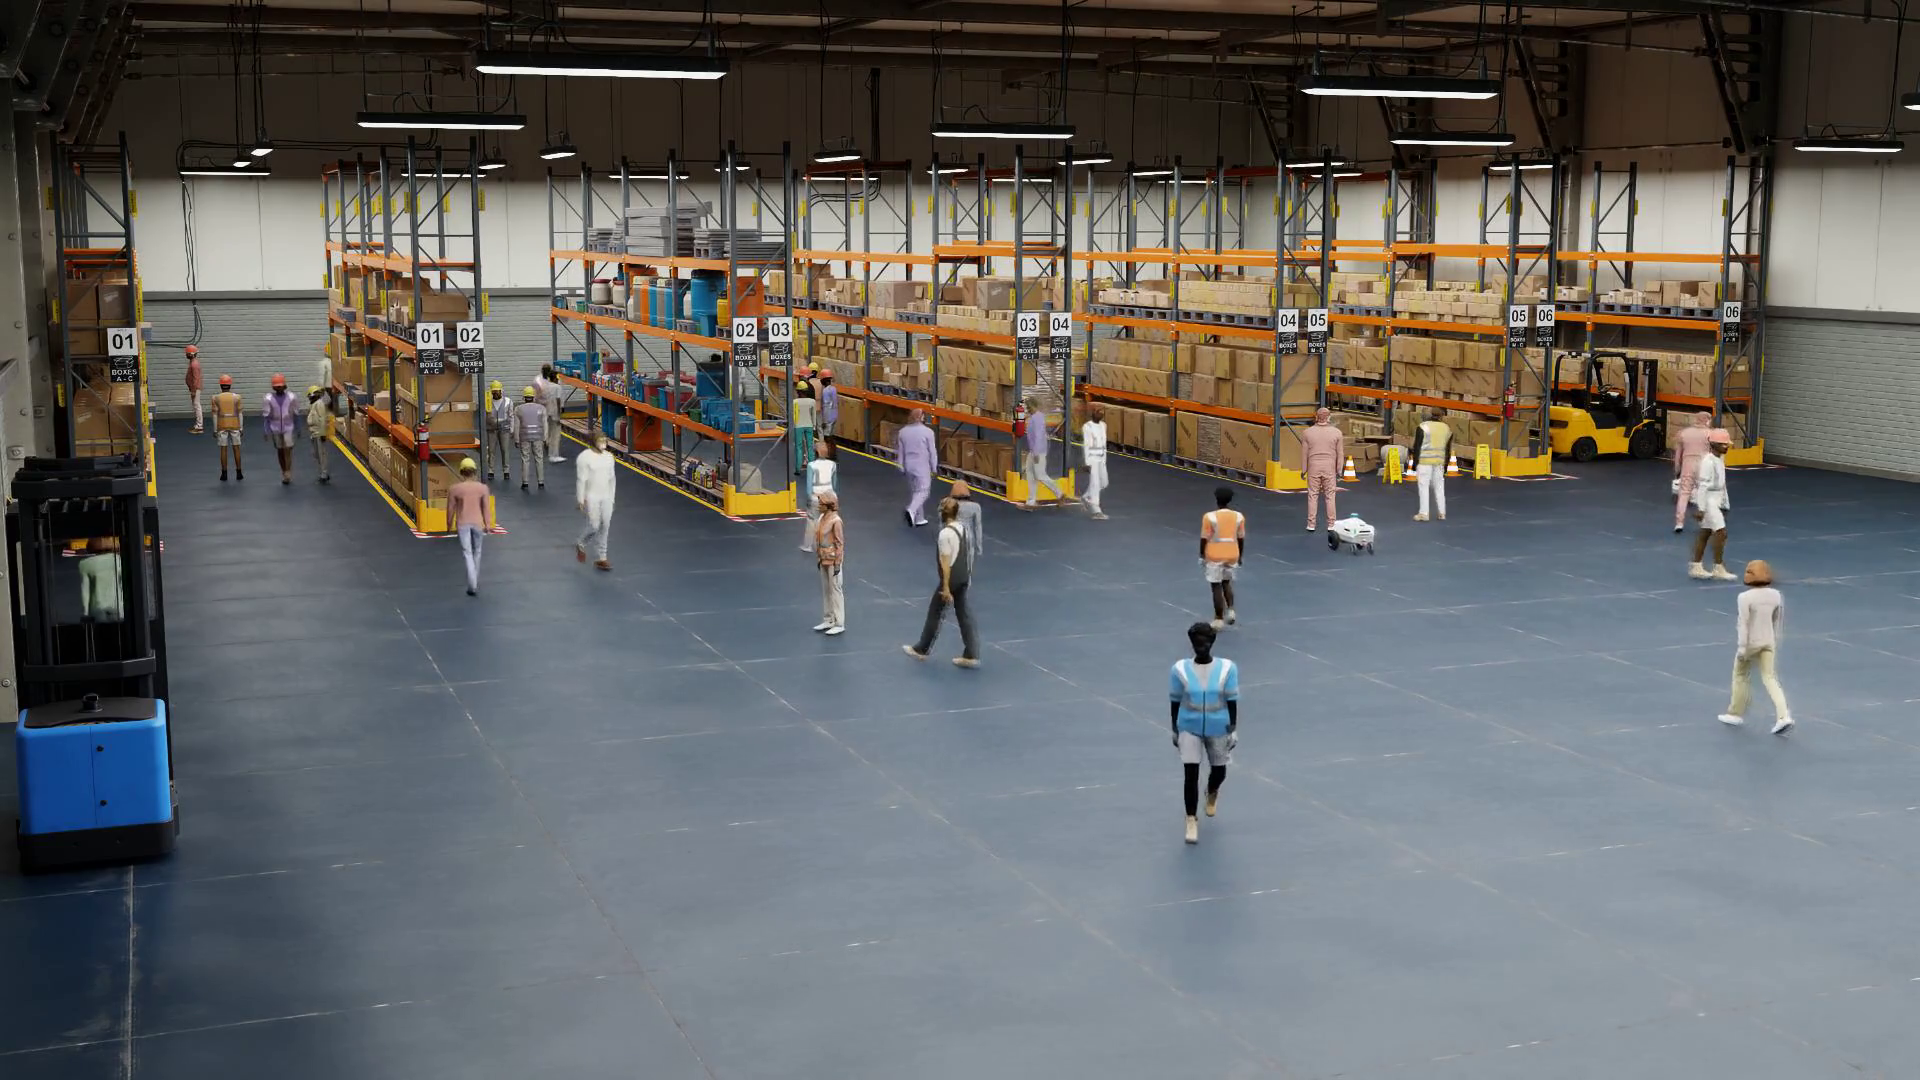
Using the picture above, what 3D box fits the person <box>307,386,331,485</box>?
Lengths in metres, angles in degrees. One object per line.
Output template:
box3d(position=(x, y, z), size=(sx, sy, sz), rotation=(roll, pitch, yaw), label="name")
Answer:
box3d(position=(-11.667, -1.911, 38.150), size=(0.407, 1.780, 0.662), rotation=(-4, 9, -25), label="person")

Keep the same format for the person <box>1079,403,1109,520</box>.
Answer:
box3d(position=(2.144, -1.276, 33.578), size=(0.553, 1.868, 0.582), rotation=(7, 11, 40), label="person")

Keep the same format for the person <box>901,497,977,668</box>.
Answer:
box3d(position=(-0.194, 0.441, 22.354), size=(0.924, 1.800, 0.523), rotation=(6, 10, 33), label="person")

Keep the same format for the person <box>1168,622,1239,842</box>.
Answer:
box3d(position=(1.868, 1.440, 16.111), size=(0.542, 1.677, 0.623), rotation=(1, 9, 5), label="person")

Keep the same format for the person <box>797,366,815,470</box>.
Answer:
box3d(position=(-2.963, -2.351, 40.321), size=(0.372, 1.997, 0.622), rotation=(1, 9, 7), label="person")

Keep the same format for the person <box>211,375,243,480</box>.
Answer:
box3d(position=(-13.541, -2.082, 38.729), size=(0.543, 1.939, 0.359), rotation=(-4, 9, -23), label="person")

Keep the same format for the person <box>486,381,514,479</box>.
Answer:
box3d(position=(-8.554, -2.037, 38.778), size=(0.601, 1.830, 0.403), rotation=(-1, 9, -9), label="person")

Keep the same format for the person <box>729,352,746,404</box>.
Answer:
box3d(position=(-5.084, -3.315, 47.053), size=(0.562, 1.913, 0.687), rotation=(-1, 9, -6), label="person")

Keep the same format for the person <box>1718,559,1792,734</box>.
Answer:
box3d(position=(7.438, 0.979, 19.444), size=(0.512, 1.600, 0.804), rotation=(-3, 9, -19), label="person")

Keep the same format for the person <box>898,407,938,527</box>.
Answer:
box3d(position=(-0.680, -1.120, 32.537), size=(0.646, 1.882, 0.776), rotation=(6, 10, 34), label="person")

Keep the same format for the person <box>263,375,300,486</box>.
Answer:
box3d(position=(-12.343, -2.006, 38.086), size=(0.630, 1.988, 1.065), rotation=(-2, 9, -13), label="person")

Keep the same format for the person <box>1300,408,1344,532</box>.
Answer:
box3d(position=(5.556, -1.079, 32.157), size=(0.651, 1.904, 0.401), rotation=(1, 9, 10), label="person")

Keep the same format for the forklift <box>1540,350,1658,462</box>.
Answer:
box3d(position=(12.897, -2.725, 42.309), size=(2.313, 2.155, 1.214), rotation=(-3, 9, -21), label="forklift")

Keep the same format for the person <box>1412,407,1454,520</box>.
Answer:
box3d(position=(7.522, -1.210, 33.371), size=(0.669, 1.814, 0.440), rotation=(-3, 9, -18), label="person")

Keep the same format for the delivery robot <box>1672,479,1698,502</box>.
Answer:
box3d(position=(12.256, -0.885, 35.168), size=(0.477, 0.478, 0.707), rotation=(-1, 8, -4), label="delivery robot")

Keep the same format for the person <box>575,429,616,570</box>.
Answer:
box3d(position=(-4.970, -0.558, 28.580), size=(0.505, 1.927, 0.637), rotation=(7, 11, 41), label="person")

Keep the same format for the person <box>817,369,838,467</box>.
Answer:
box3d(position=(-2.571, -2.350, 40.579), size=(0.396, 1.927, 0.544), rotation=(2, 9, 14), label="person")

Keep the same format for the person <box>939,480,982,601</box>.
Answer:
box3d(position=(0.006, 0.052, 25.623), size=(0.520, 1.582, 0.894), rotation=(0, 9, -3), label="person")

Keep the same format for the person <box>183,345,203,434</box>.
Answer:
box3d(position=(-17.362, -3.421, 47.470), size=(0.377, 1.995, 0.612), rotation=(-3, 9, -21), label="person")

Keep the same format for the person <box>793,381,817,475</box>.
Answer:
box3d(position=(-2.960, -2.113, 39.497), size=(0.531, 1.771, 0.302), rotation=(-4, 9, -24), label="person")

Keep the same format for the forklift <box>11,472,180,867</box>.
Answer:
box3d(position=(-6.630, 0.886, 15.957), size=(1.129, 2.768, 1.873), rotation=(-3, 9, -21), label="forklift")

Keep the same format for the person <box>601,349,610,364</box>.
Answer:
box3d(position=(-8.779, -3.930, 52.038), size=(0.313, 1.642, 0.513), rotation=(1, 9, 9), label="person")

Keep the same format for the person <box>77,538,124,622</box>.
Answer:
box3d(position=(-8.691, 0.686, 21.315), size=(0.510, 1.611, 0.674), rotation=(-6, 10, -35), label="person")

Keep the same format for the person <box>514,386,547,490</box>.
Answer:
box3d(position=(-7.653, -1.820, 37.328), size=(0.587, 1.833, 0.404), rotation=(-3, 9, -18), label="person")

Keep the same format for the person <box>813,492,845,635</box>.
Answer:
box3d(position=(-1.499, 0.263, 24.094), size=(0.311, 1.636, 0.523), rotation=(-5, 10, -28), label="person")

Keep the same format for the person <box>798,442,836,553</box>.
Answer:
box3d(position=(-2.026, -0.590, 29.844), size=(0.547, 1.604, 0.757), rotation=(-6, 10, -35), label="person")

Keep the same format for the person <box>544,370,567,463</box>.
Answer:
box3d(position=(-8.038, -2.455, 41.594), size=(0.689, 1.828, 0.436), rotation=(8, 12, 43), label="person")

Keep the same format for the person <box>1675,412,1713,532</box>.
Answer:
box3d(position=(11.312, -1.049, 32.180), size=(0.704, 1.842, 1.038), rotation=(7, 11, 37), label="person")

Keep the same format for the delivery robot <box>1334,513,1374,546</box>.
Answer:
box3d(position=(5.681, -0.140, 30.202), size=(0.477, 0.478, 0.707), rotation=(-2, 9, -16), label="delivery robot")

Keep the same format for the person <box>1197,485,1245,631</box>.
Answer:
box3d(position=(3.036, 0.206, 24.323), size=(0.542, 1.682, 0.369), rotation=(-3, 9, -21), label="person")

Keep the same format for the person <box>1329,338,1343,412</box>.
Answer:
box3d(position=(9.193, -3.980, 51.372), size=(0.543, 1.942, 0.356), rotation=(-2, 9, -13), label="person")

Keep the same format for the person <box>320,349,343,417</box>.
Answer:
box3d(position=(-14.660, -3.598, 48.767), size=(0.920, 1.963, 0.623), rotation=(4, 9, 25), label="person")

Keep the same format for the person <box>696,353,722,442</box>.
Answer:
box3d(position=(-5.387, -3.093, 45.518), size=(0.462, 1.932, 0.649), rotation=(3, 9, 19), label="person")

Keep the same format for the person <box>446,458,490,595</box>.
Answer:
box3d(position=(-6.322, -0.191, 26.879), size=(0.532, 1.712, 0.934), rotation=(-5, 10, -28), label="person")

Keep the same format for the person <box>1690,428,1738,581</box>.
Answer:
box3d(position=(10.049, -0.457, 27.617), size=(0.794, 2.016, 0.647), rotation=(6, 10, 33), label="person")

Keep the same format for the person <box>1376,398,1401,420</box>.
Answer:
box3d(position=(9.393, -3.112, 45.916), size=(0.634, 1.841, 0.429), rotation=(-3, 9, -18), label="person")

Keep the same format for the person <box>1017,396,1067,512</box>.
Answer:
box3d(position=(1.349, -1.418, 34.471), size=(0.799, 1.891, 0.692), rotation=(-2, 9, -11), label="person")

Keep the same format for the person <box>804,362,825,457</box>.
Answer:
box3d(position=(-2.964, -2.633, 42.438), size=(0.594, 1.926, 0.367), rotation=(-4, 9, -22), label="person")

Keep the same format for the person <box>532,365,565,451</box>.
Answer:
box3d(position=(-8.604, -2.774, 43.847), size=(0.627, 1.792, 0.976), rotation=(-3, 9, -21), label="person")
